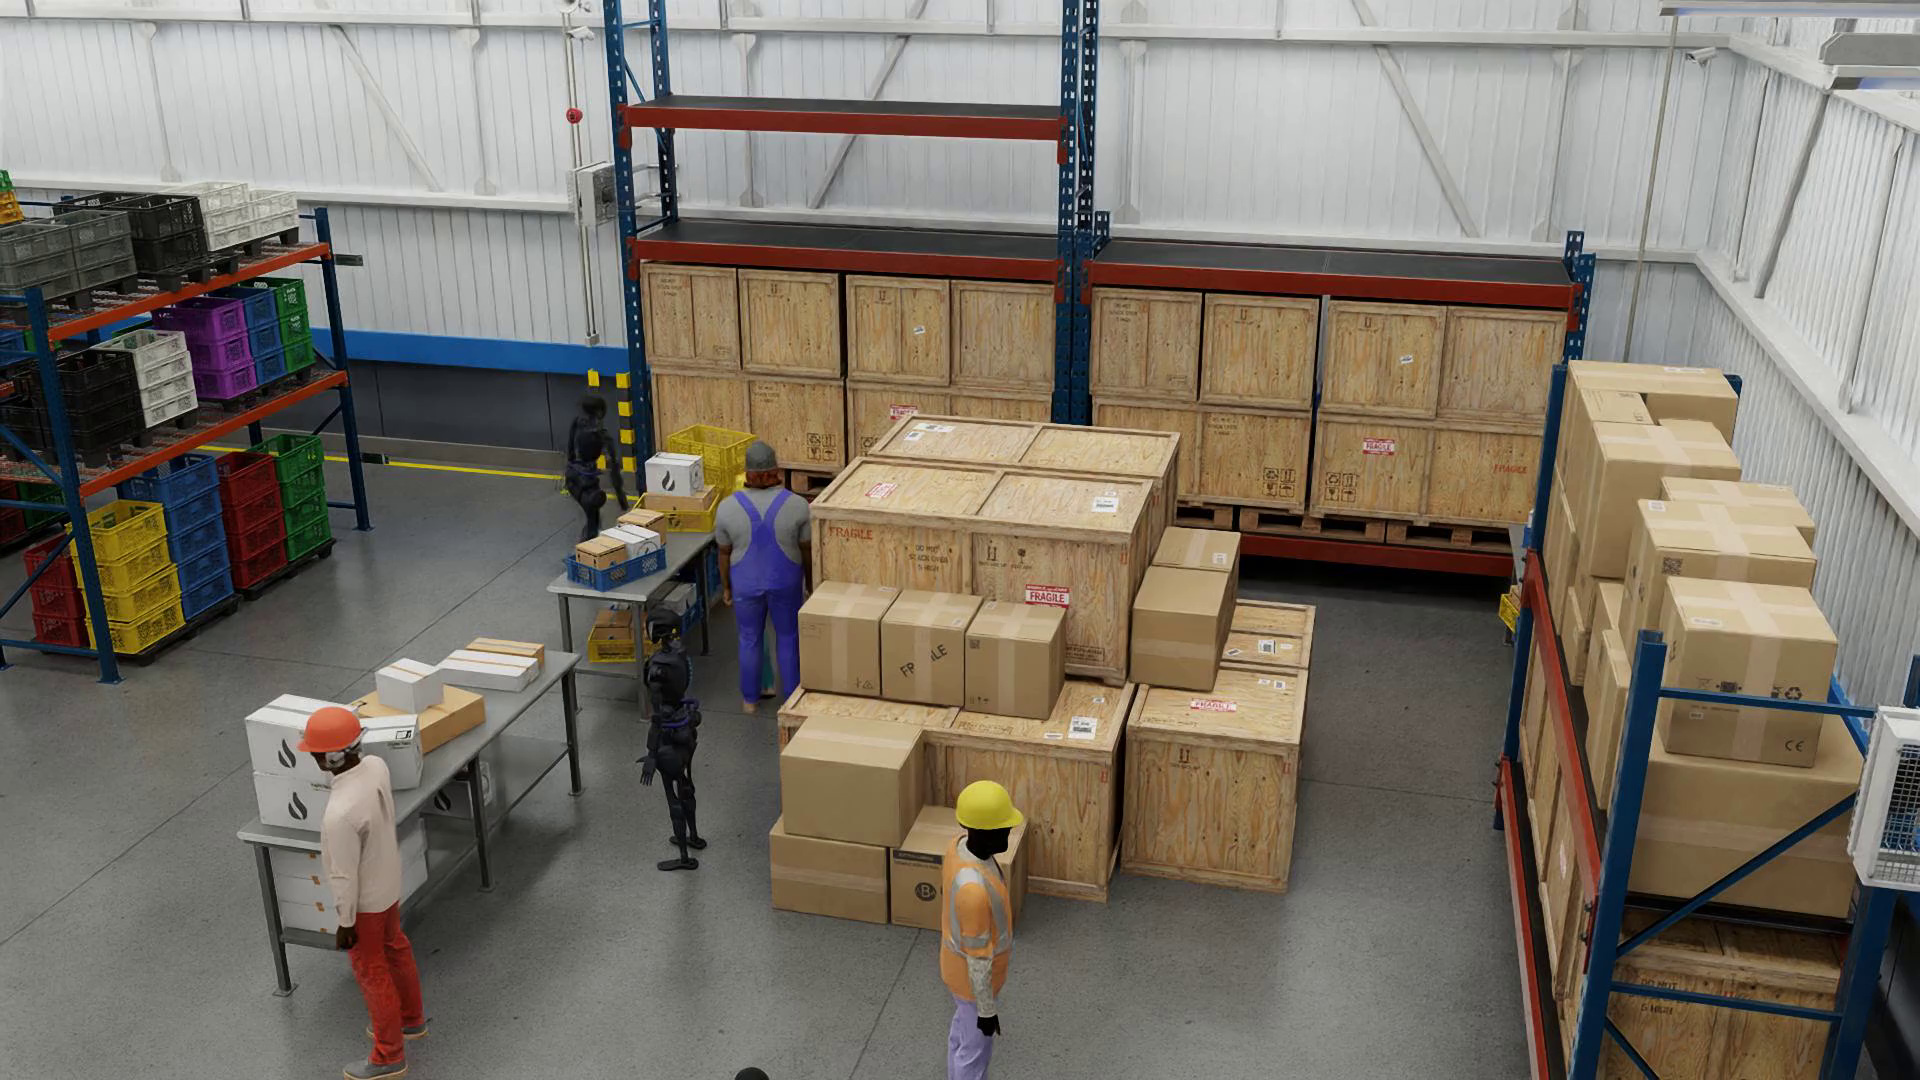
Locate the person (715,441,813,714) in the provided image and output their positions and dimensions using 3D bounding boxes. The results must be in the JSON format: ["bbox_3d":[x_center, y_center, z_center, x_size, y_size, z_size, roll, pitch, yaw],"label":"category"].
[{"bbox_3d":[-1.372,0.259,11.890,0.697,2.000,0.535,-2,21,-6],"label":"person"}]

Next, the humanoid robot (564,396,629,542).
[{"bbox_3d":[-3.183,-0.494,14.392,0.516,1.622,0.653,-18,27,-39],"label":"humanoid robot"}]

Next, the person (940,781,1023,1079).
[{"bbox_3d":[0.094,1.961,7.593,0.366,1.928,0.585,-2,21,-5],"label":"person"}]

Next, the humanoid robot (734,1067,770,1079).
[{"bbox_3d":[-0.740,2.655,6.110,0.585,1.657,0.327,-3,21,-9],"label":"humanoid robot"}]

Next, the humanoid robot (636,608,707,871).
[{"bbox_3d":[-1.737,1.179,9.970,0.327,1.657,0.589,2,21,6],"label":"humanoid robot"}]

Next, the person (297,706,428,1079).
[{"bbox_3d":[-2.932,1.714,8.159,0.401,1.985,0.615,0,21,0],"label":"person"}]

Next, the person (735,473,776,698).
[{"bbox_3d":[-1.374,0.310,12.222,0.584,1.701,0.432,-18,27,-39],"label":"person"}]
